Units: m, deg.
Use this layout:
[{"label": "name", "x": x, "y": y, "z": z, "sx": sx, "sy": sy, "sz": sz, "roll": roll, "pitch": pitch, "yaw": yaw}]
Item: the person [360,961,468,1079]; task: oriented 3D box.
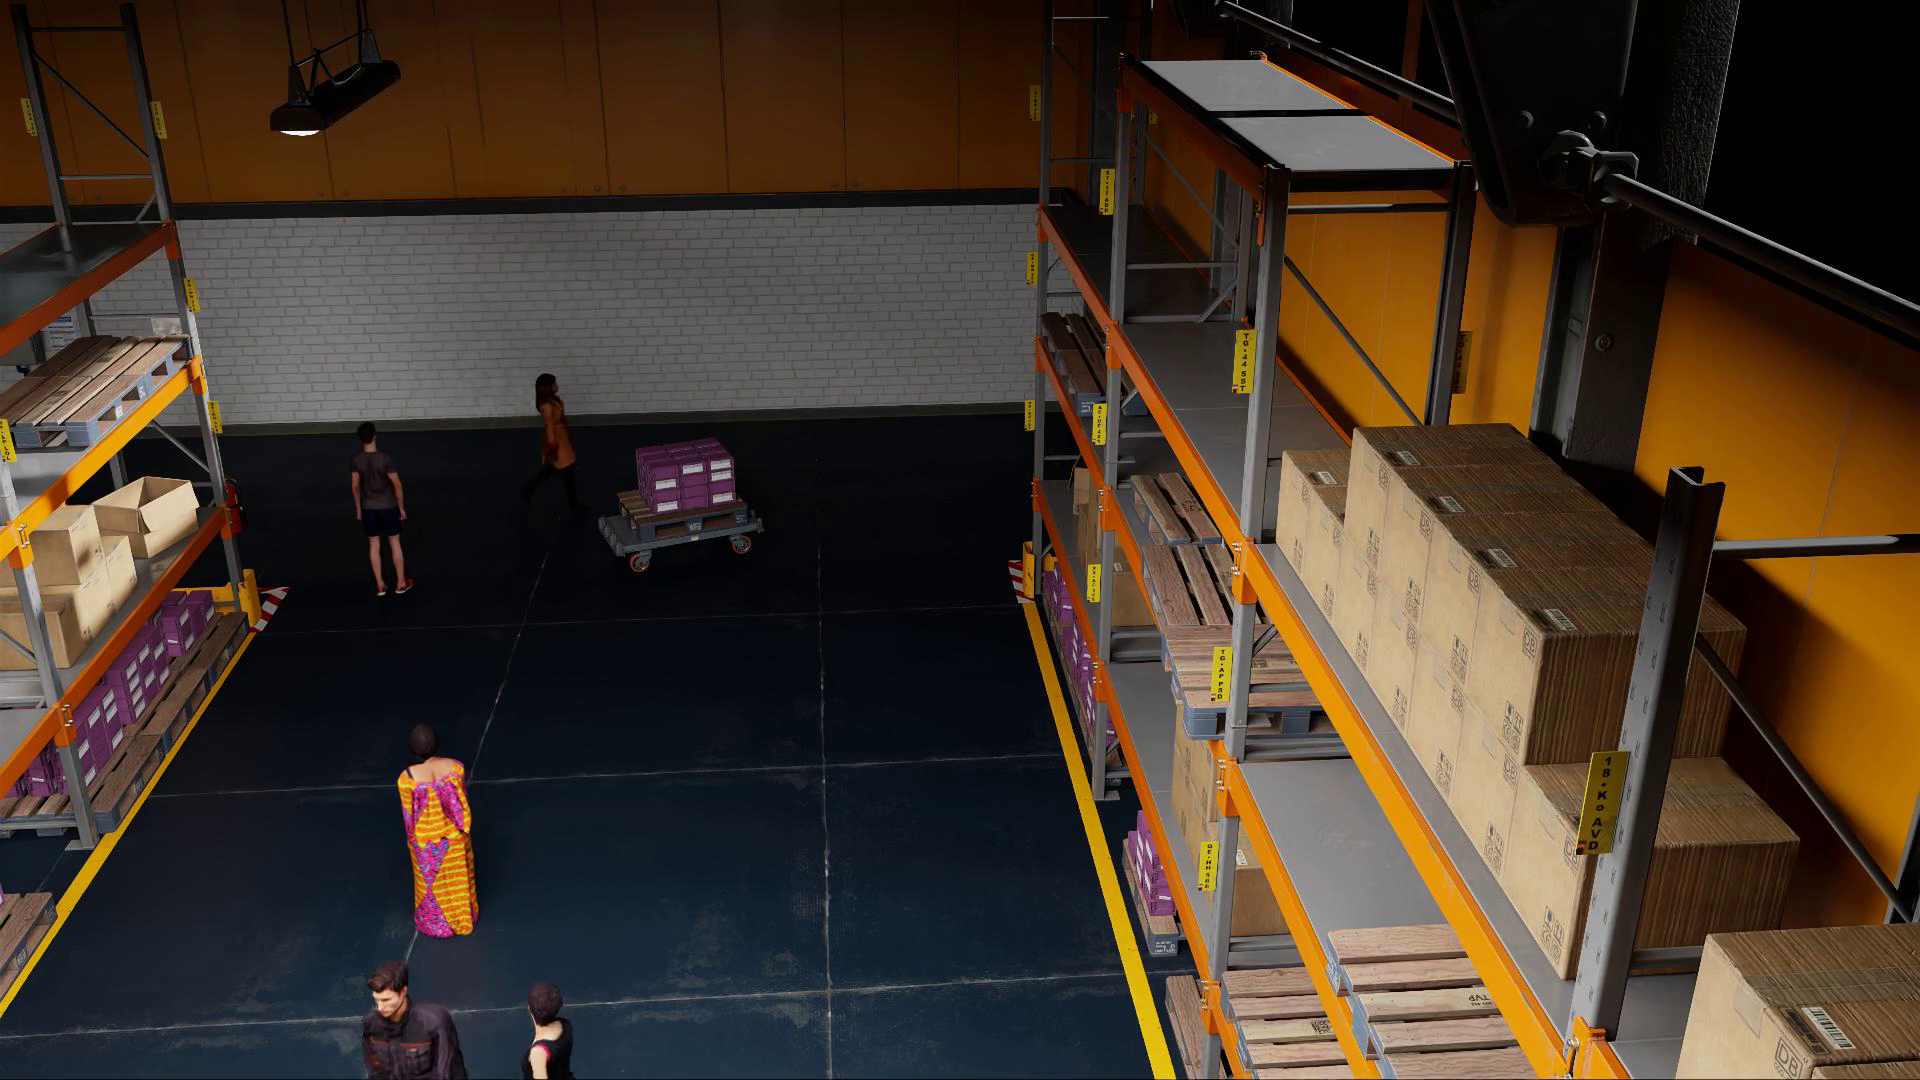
[{"label": "person", "x": -2.969, "y": 3.078, "z": 9.314, "sx": 0.830, "sy": 1.927, "sz": 0.929, "roll": 5, "pitch": 24, "yaw": 12}]

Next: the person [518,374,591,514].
[{"label": "person", "x": -4.725, "y": -1.090, "z": 19.129, "sx": 0.770, "sy": 1.702, "sz": 0.982, "roll": -3, "pitch": 24, "yaw": -6}]

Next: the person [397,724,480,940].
[{"label": "person", "x": -3.771, "y": 2.061, "z": 11.956, "sx": 0.776, "sy": 1.674, "sz": 0.811, "roll": -15, "pitch": 28, "yaw": -30}]

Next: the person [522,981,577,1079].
[{"label": "person", "x": -2.280, "y": 3.240, "z": 9.448, "sx": 0.869, "sy": 1.521, "sz": 0.610, "roll": 0, "pitch": 24, "yaw": -1}]

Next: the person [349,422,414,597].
[{"label": "person", "x": -6.002, "y": -0.321, "z": 17.182, "sx": 0.651, "sy": 1.852, "sz": 0.522, "roll": -2, "pitch": 24, "yaw": -5}]
